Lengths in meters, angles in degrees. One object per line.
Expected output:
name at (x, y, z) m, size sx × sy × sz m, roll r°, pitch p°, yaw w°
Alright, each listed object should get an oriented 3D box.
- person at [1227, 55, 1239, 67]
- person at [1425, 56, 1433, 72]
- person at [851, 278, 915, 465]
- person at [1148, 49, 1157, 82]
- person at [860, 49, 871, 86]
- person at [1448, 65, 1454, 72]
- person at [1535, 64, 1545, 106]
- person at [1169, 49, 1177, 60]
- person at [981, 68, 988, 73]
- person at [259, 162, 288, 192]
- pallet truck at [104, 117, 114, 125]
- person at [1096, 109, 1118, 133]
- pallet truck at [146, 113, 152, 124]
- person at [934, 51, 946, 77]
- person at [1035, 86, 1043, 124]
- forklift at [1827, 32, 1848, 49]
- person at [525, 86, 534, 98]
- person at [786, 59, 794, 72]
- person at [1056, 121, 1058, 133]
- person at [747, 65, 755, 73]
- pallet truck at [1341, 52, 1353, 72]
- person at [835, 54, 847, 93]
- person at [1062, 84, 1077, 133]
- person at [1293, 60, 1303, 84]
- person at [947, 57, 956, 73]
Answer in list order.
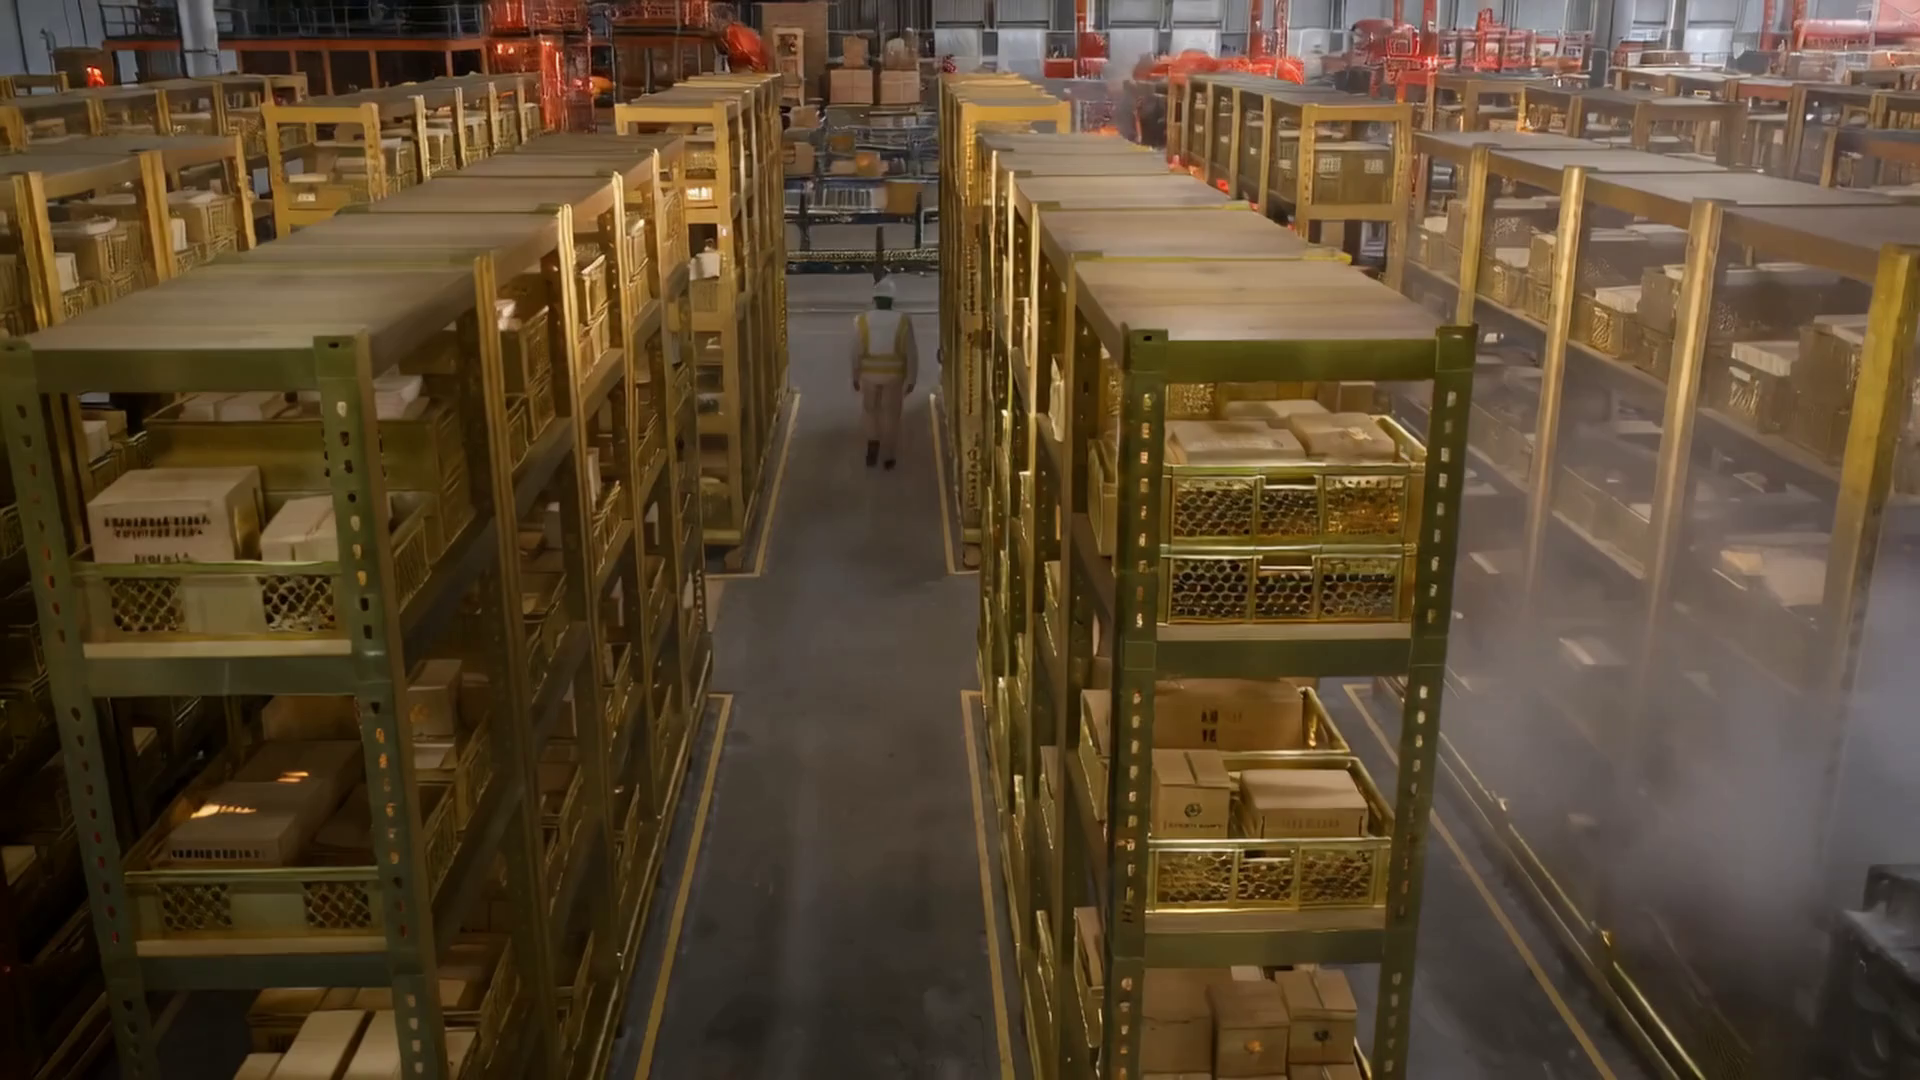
person at (12.547, -21.407, 76.851) m, size 0.683 × 2.000 × 0.735 m, roll 14°, pitch 22°, yaw 36°
person at (22.246, -22.044, 79.078) m, size 0.355 × 1.882 × 0.576 m, roll 11°, pitch 21°, yaw 30°
person at (-0.729, -1.580, 15.858) m, size 0.610 × 1.814 × 0.486 m, roll 0°, pitch 18°, yaw 0°
person at (10.927, -26.566, 93.162) m, size 0.920 × 1.833 × 0.514 m, roll -3°, pitch 18°, yaw -8°
person at (-5.066, -25.308, 89.078) m, size 0.605 × 1.944 × 0.402 m, roll 10°, pitch 20°, yaw 27°
person at (19.640, -18.138, 66.927) m, size 0.392 × 1.932 × 0.723 m, roll -1°, pitch 18°, yaw -4°
person at (24.097, -18.861, 69.271) m, size 0.513 × 1.859 × 0.321 m, roll -10°, pitch 20°, yaw -28°
person at (12.002, -26.858, 94.078) m, size 0.678 × 1.818 × 0.624 m, roll -9°, pitch 20°, yaw -26°
person at (0.838, -17.007, 63.397) m, size 0.618 × 1.953 × 1.011 m, roll -13°, pitch 22°, yaw -35°
person at (-13.050, -6.651, 31.656) m, size 0.543 × 1.745 × 0.599 m, roll -12°, pitch 22°, yaw -33°
pallet truck at (-18.367, -7.885, 35.078) m, size 1.885 × 1.965 × 0.823 m, roll 1°, pitch 18°, yaw 2°
person at (3.436, -9.104, 38.962) m, size 0.542 × 1.928 × 0.374 m, roll 1°, pitch 18°, yaw 4°
pallet truck at (-18.087, -8.309, 36.390) m, size 1.885 × 1.965 × 0.823 m, roll -1°, pitch 18°, yaw -4°
person at (-1.053, -24.883, 87.890) m, size 0.607 × 1.879 × 0.975 m, roll -1°, pitch 18°, yaw -2°
person at (2.534, -13.341, 52.282) m, size 0.591 × 1.800 × 0.797 m, roll 13°, pitch 22°, yaw 34°
forklift at (46.024, -25.320, 87.618) m, size 1.129 × 2.768 × 1.873 m, roll -1°, pitch 18°, yaw -2°
person at (-16.152, -16.675, 62.527) m, size 0.346 × 1.844 × 0.507 m, roll -1°, pitch 18°, yaw -2°
person at (-9.602, -26.839, 94.000) m, size 0.452 × 1.825 × 0.638 m, roll 0°, pitch 18°, yaw 0°
person at (2.264, -8.875, 38.072) m, size 0.389 × 2.039 × 0.613 m, roll -3°, pitch 18°, yaw -9°
person at (-8.563, -18.555, 68.307) m, size 0.588 × 1.866 × 0.612 m, roll -6°, pitch 19°, yaw -19°
pallet truck at (18.794, -23.123, 82.231) m, size 0.823 × 1.965 × 1.885 m, roll -13°, pitch 22°, yaw -35°
person at (-5.892, -23.170, 82.574) m, size 0.609 × 1.880 × 0.991 m, roll -3°, pitch 18°, yaw -10°
person at (3.661, -14.432, 55.799) m, size 0.535 × 1.702 × 0.563 m, roll 16°, pitch 24°, yaw 40°
person at (14.872, -20.243, 73.495) m, size 0.985 × 1.883 × 0.549 m, roll 8°, pitch 20°, yaw 24°
person at (-0.421, -21.044, 75.894) m, size 0.552 × 1.935 × 0.374 m, roll -15°, pitch 23°, yaw -39°
